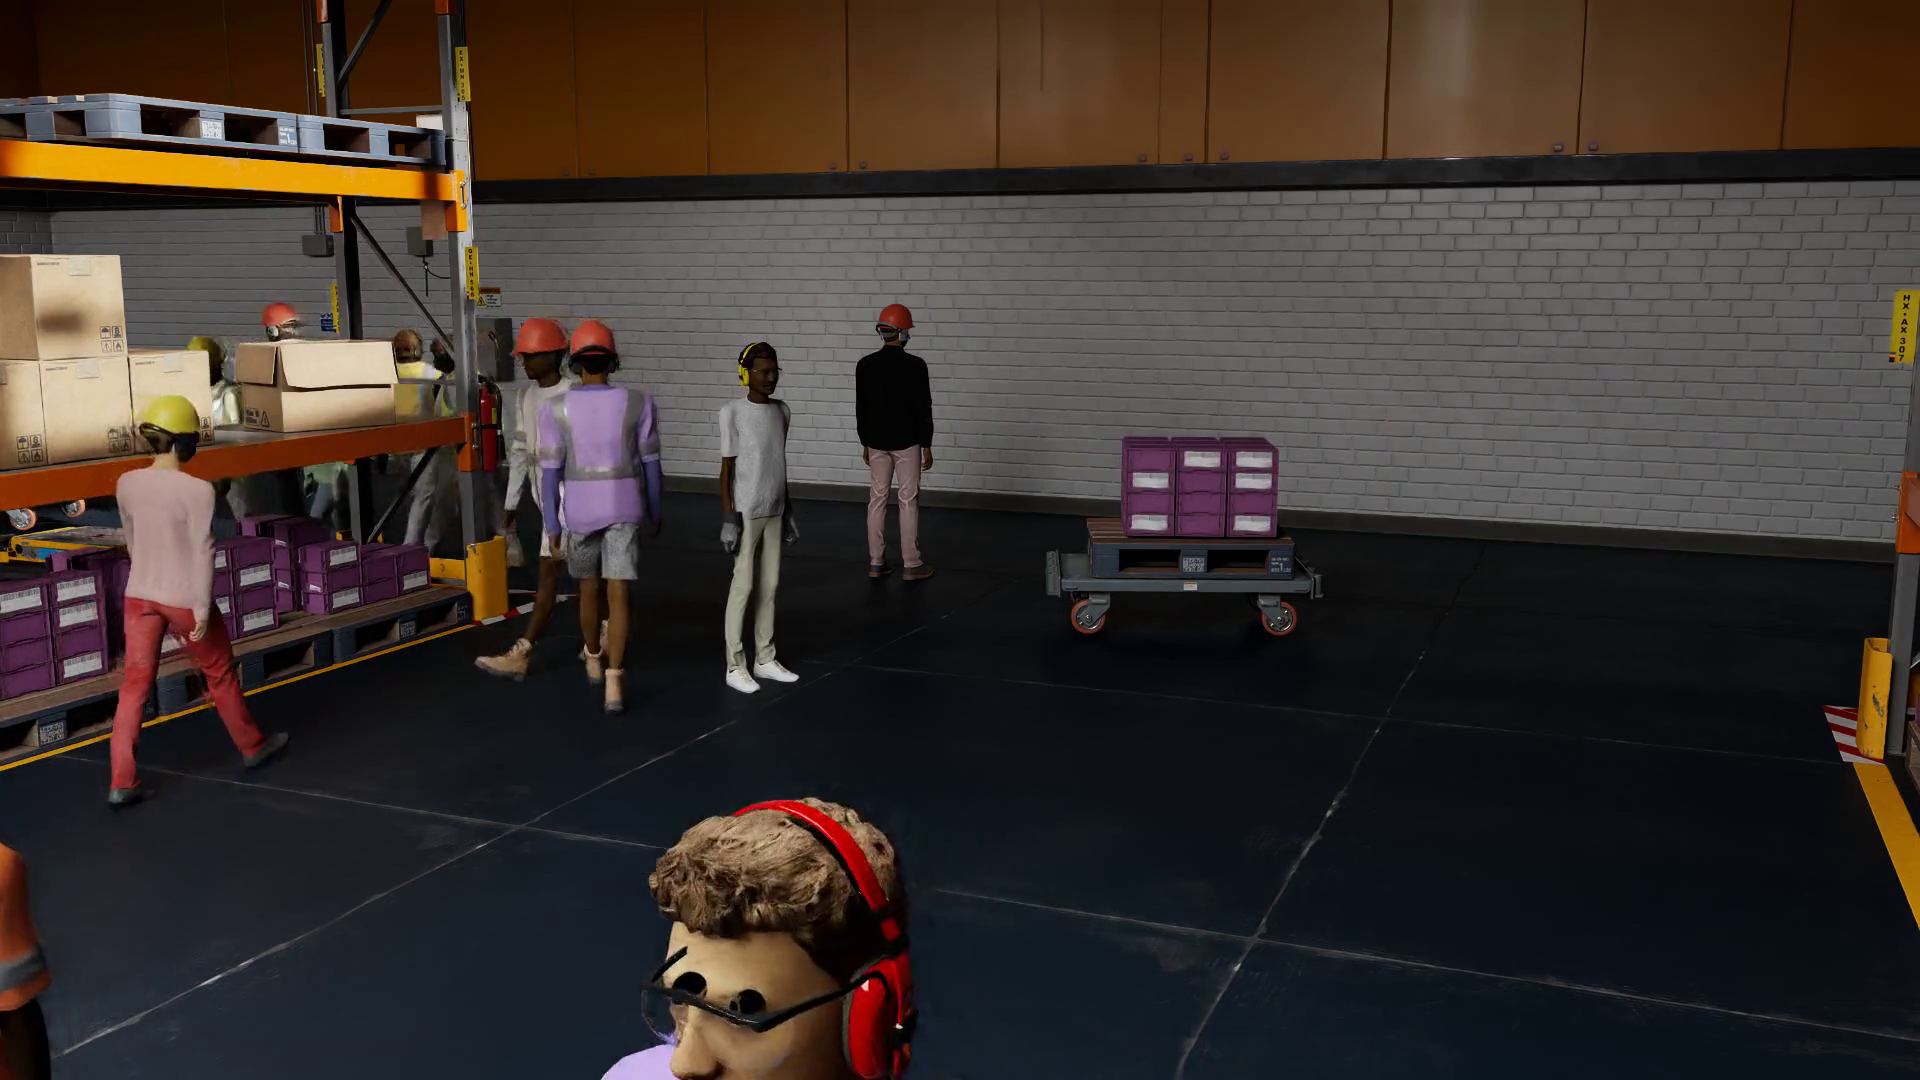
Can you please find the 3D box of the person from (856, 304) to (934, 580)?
[{"bbox_3d":[-0.464,-0.704,12.047,0.612,1.995,0.376,5,10,26],"label":"person"}]

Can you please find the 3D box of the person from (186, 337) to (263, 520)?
[{"bbox_3d":[-5.098,-0.511,11.502,0.594,1.790,0.925,6,11,33],"label":"person"}]

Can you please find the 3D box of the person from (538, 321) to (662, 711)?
[{"bbox_3d":[-1.867,-0.139,8.689,0.610,1.993,1.069,-1,9,-7],"label":"person"}]

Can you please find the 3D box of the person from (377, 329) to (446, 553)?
[{"bbox_3d":[-4.128,-0.702,12.656,0.632,1.800,0.921,2,10,10],"label":"person"}]

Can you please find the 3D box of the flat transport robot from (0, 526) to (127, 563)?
[{"bbox_3d":[-6.591,0.058,12.639,1.431,0.197,0.652,4,10,22],"label":"flat transport robot"}]

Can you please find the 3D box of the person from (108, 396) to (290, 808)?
[{"bbox_3d":[-3.367,0.241,7.166,0.530,1.717,0.922,2,10,14],"label":"person"}]

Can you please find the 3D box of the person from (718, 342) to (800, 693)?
[{"bbox_3d":[-1.075,-0.128,8.937,0.309,1.868,0.535,7,12,38],"label":"person"}]

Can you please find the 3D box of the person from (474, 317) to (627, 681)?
[{"bbox_3d":[-2.283,-0.240,9.266,0.638,1.980,1.073,8,12,41],"label":"person"}]

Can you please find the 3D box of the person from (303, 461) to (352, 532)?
[{"bbox_3d":[-4.259,-0.402,11.411,0.808,1.598,0.507,-7,11,-35],"label":"person"}]

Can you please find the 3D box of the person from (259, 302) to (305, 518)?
[{"bbox_3d":[-5.457,-0.890,13.214,0.732,1.977,0.653,4,10,21],"label":"person"}]

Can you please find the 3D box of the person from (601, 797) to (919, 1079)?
[{"bbox_3d":[-0.188,1.130,1.434,0.597,1.820,0.762,6,11,31],"label":"person"}]

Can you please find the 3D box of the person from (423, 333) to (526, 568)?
[{"bbox_3d":[-3.691,-0.631,12.273,0.957,1.783,0.663,-1,9,-6],"label":"person"}]

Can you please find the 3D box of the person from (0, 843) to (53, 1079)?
[{"bbox_3d":[-1.818,0.996,2.774,0.551,1.643,0.885,1,9,4],"label":"person"}]
